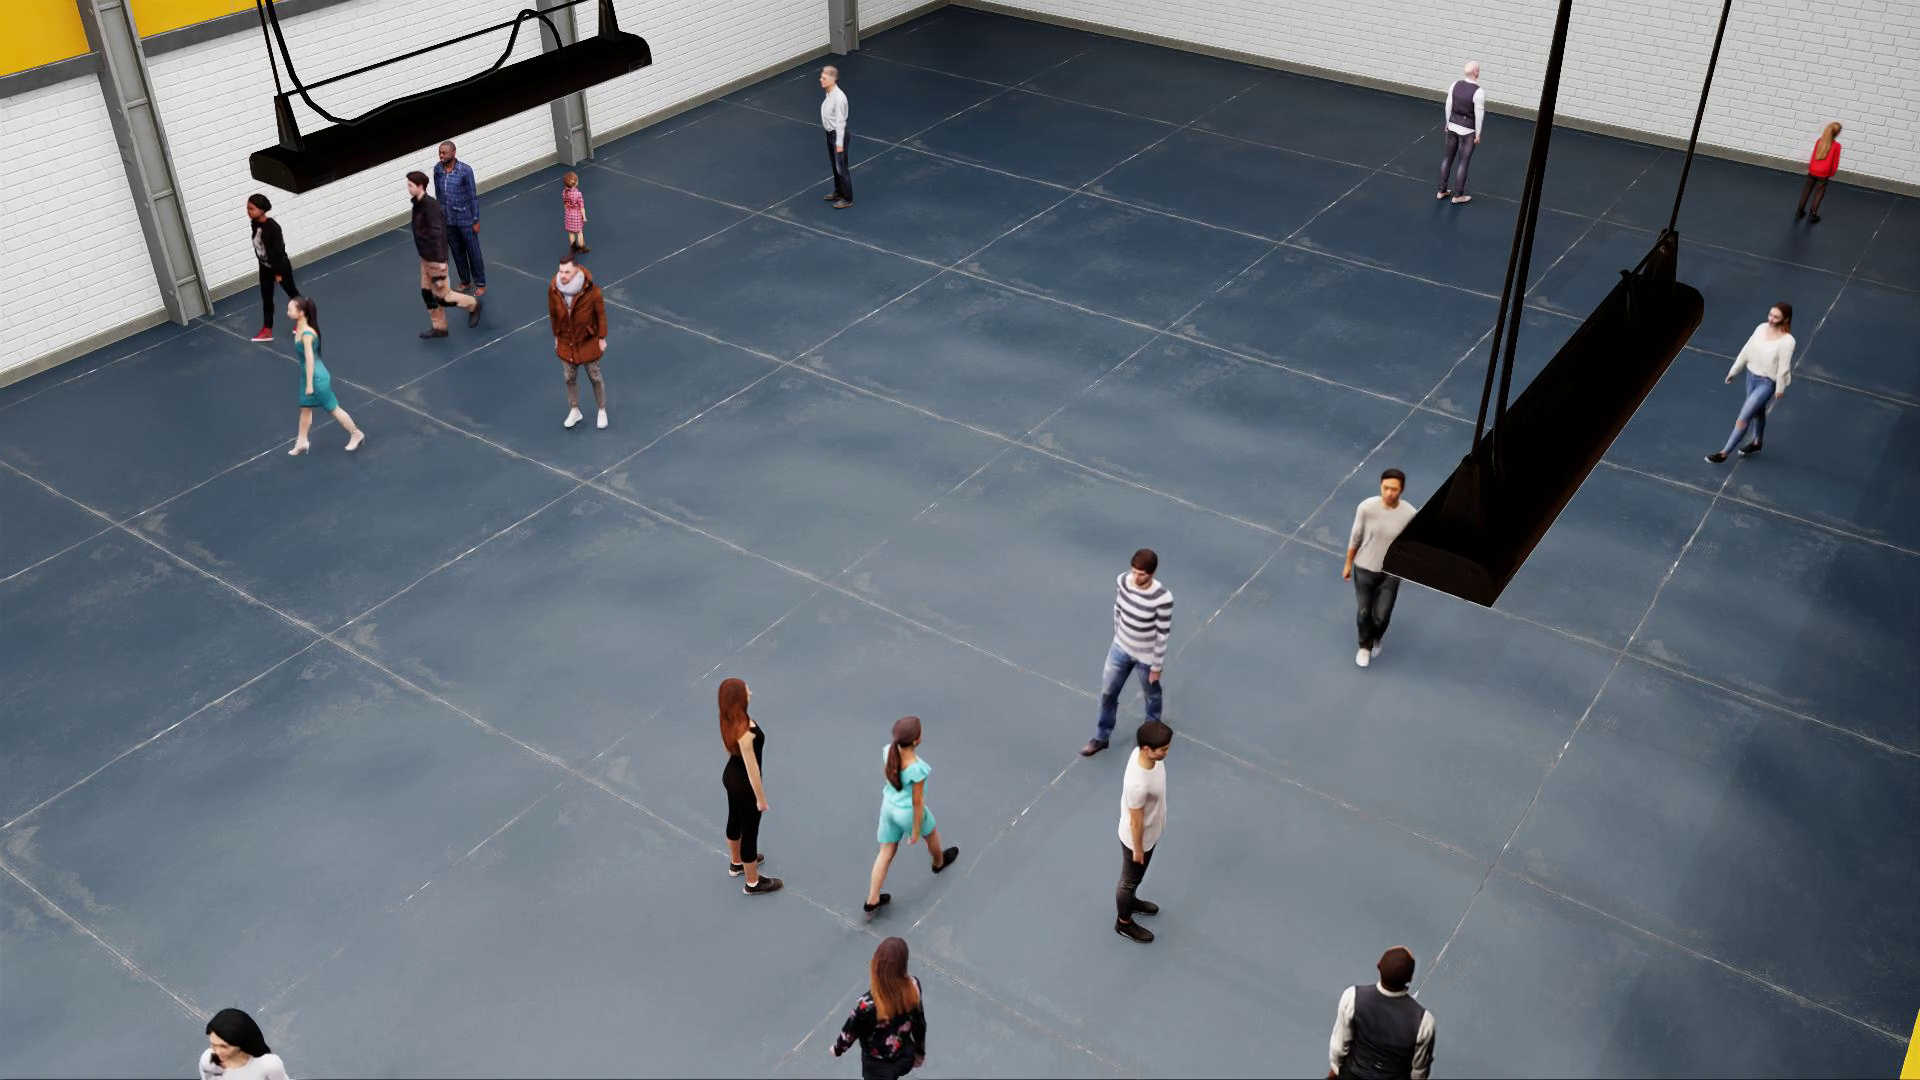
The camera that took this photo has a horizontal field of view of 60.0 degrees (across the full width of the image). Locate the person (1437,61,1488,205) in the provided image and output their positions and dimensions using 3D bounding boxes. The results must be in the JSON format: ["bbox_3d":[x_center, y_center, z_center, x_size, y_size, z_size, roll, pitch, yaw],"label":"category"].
[{"bbox_3d":[6.440,-5.236,21.343,0.677,1.824,0.741,-26,42,-34],"label":"person"}]

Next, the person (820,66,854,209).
[{"bbox_3d":[-1.571,-5.166,21.245,0.739,1.816,0.731,-14,36,-20],"label":"person"}]

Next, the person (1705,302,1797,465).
[{"bbox_3d":[7.712,-1.504,15.878,1.094,1.658,0.989,-9,35,-13],"label":"person"}]

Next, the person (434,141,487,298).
[{"bbox_3d":[-5.722,-3.688,19.013,0.752,1.824,0.724,10,35,14],"label":"person"}]

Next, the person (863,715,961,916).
[{"bbox_3d":[-0.427,1.832,10.988,0.582,1.515,1.090,25,41,32],"label":"person"}]

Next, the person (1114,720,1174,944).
[{"bbox_3d":[1.165,1.851,10.778,0.753,1.717,0.594,8,34,12],"label":"person"}]

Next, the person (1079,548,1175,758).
[{"bbox_3d":[1.385,0.771,12.307,0.725,1.821,0.954,25,41,33],"label":"person"}]

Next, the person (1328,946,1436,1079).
[{"bbox_3d":[2.244,2.920,8.988,0.727,1.918,0.636,15,36,21],"label":"person"}]

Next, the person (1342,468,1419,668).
[{"bbox_3d":[3.334,0.175,13.223,0.733,1.800,0.742,11,35,16],"label":"person"}]

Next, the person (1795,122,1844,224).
[{"bbox_3d":[10.826,-4.635,20.928,0.576,1.282,0.550,-23,40,-31],"label":"person"}]

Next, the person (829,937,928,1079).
[{"bbox_3d":[-0.341,2.945,9.208,1.028,1.633,0.803,-28,43,-35],"label":"person"}]

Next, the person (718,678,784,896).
[{"bbox_3d":[-1.457,1.627,11.106,0.645,1.726,0.643,-17,37,-24],"label":"person"}]

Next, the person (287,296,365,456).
[{"bbox_3d":[-6.103,-1.547,15.954,1.035,1.645,0.855,-16,37,-22],"label":"person"}]

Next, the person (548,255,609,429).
[{"bbox_3d":[-3.757,-1.963,16.408,0.843,1.836,0.874,2,34,3],"label":"person"}]

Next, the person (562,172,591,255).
[{"bbox_3d":[-4.678,-3.964,20.155,0.477,1.021,0.506,9,35,13],"label":"person"}]

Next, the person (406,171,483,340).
[{"bbox_3d":[-5.628,-3.080,18.021,1.043,1.910,0.855,-24,41,-32],"label":"person"}]

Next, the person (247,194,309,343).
[{"bbox_3d":[-7.408,-3.005,18.148,0.708,1.645,1.021,14,36,20],"label":"person"}]

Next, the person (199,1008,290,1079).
[{"bbox_3d":[-3.731,3.067,8.992,0.955,1.668,1.175,5,34,7],"label":"person"}]
